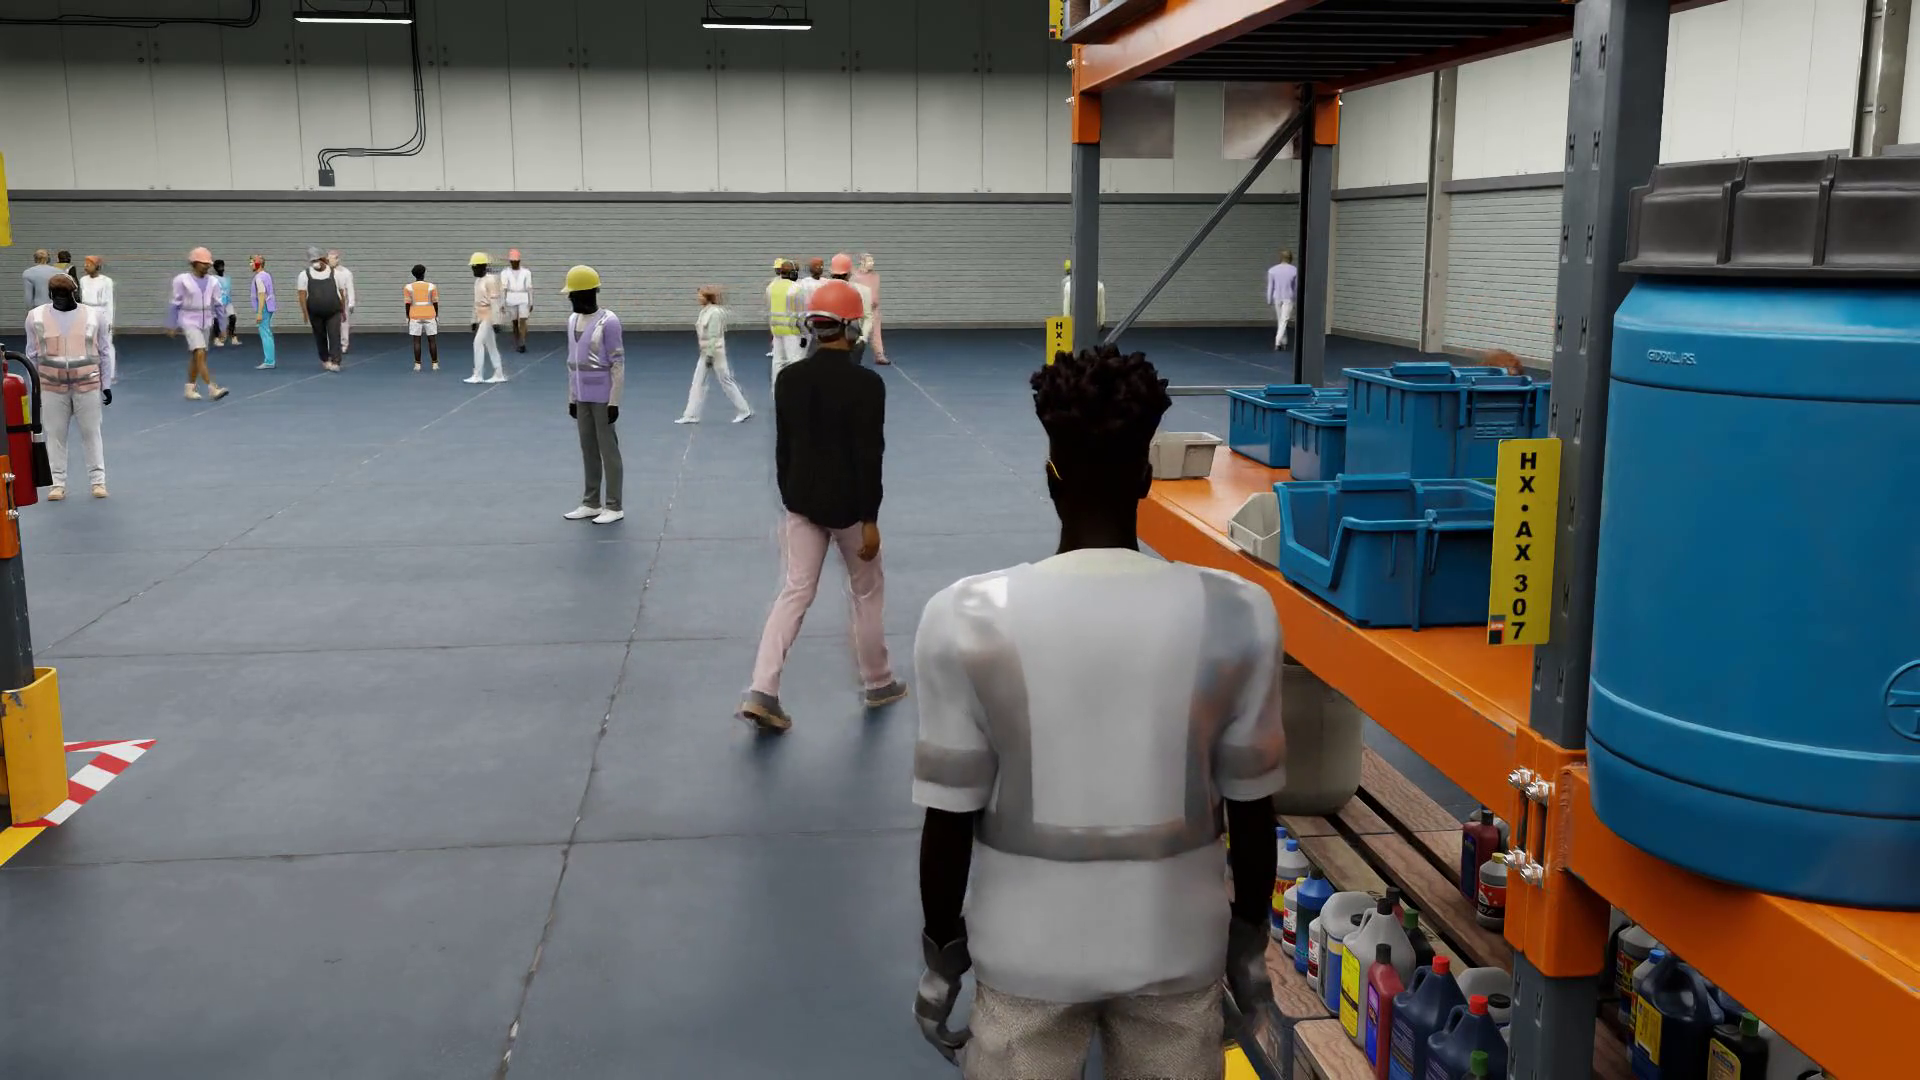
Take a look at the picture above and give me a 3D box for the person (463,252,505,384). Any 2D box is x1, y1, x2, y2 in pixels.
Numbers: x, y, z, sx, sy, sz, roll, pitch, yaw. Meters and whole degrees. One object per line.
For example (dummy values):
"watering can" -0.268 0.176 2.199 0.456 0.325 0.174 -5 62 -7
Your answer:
"person" -6.984 -3.200 24.099 0.791 1.897 0.609 -6 12 -32

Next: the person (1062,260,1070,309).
"person" 2.209 -4.466 31.625 0.559 1.695 0.404 -1 10 -8

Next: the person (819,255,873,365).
"person" -1.273 -2.153 18.293 0.634 1.932 0.805 2 11 11

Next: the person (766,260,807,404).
"person" -2.175 -2.628 21.163 0.629 1.838 0.429 8 13 37

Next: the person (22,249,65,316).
"person" -14.702 -3.708 26.790 0.635 1.933 0.352 -8 13 -38

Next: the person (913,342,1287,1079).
"person" 0.227 0.661 2.756 0.612 1.962 0.367 -1 10 -4

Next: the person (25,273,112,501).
"person" -7.245 -1.243 13.553 0.620 1.837 0.429 -5 11 -25

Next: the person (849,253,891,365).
"person" -1.576 -3.866 27.893 0.653 1.858 0.988 -9 14 -40

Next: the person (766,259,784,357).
"person" -3.174 -4.110 29.535 0.543 1.743 0.703 5 12 27

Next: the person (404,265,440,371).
"person" -8.562 -3.532 26.485 0.530 1.693 0.321 -4 11 -20

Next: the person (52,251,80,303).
"person" -18.603 -5.096 34.658 0.631 1.842 0.428 3 11 15

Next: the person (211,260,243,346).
"person" -14.319 -4.595 32.356 0.714 1.673 0.547 5 12 28

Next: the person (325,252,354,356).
"person" -11.246 -4.242 29.947 0.667 1.847 1.005 -2 11 -10

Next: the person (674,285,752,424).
"person" -2.812 -2.120 19.024 0.883 1.594 0.528 -5 12 -28

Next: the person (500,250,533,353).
"person" -8.189 -4.396 30.714 0.569 1.880 1.011 -2 11 -12

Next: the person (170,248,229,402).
"person" -9.807 -2.777 21.547 1.046 1.981 0.628 6 12 31

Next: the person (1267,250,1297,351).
"person" 6.123 -4.507 31.326 0.652 1.888 1.037 6 12 30

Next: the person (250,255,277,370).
"person" -11.235 -3.672 26.835 0.382 1.845 0.571 -3 11 -14

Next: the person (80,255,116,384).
"person" -12.432 -3.142 23.866 0.613 1.865 0.603 3 11 18

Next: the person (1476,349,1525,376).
"person" 2.509 -0.127 8.044 0.561 1.604 0.407 5 12 27

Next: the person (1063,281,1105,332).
"person" 1.826 -3.207 24.412 0.615 1.806 0.722 1 10 4

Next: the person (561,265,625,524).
"person" -2.742 -1.079 12.418 0.589 1.919 0.391 9 14 41

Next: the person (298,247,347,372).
"person" -10.146 -3.705 26.481 0.686 2.000 1.000 -4 11 -20

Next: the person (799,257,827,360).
"person" -2.136 -3.246 24.561 0.598 1.829 1.004 -10 14 -42

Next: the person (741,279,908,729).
"person" -0.605 -0.155 7.269 0.624 1.961 0.997 7 12 32
